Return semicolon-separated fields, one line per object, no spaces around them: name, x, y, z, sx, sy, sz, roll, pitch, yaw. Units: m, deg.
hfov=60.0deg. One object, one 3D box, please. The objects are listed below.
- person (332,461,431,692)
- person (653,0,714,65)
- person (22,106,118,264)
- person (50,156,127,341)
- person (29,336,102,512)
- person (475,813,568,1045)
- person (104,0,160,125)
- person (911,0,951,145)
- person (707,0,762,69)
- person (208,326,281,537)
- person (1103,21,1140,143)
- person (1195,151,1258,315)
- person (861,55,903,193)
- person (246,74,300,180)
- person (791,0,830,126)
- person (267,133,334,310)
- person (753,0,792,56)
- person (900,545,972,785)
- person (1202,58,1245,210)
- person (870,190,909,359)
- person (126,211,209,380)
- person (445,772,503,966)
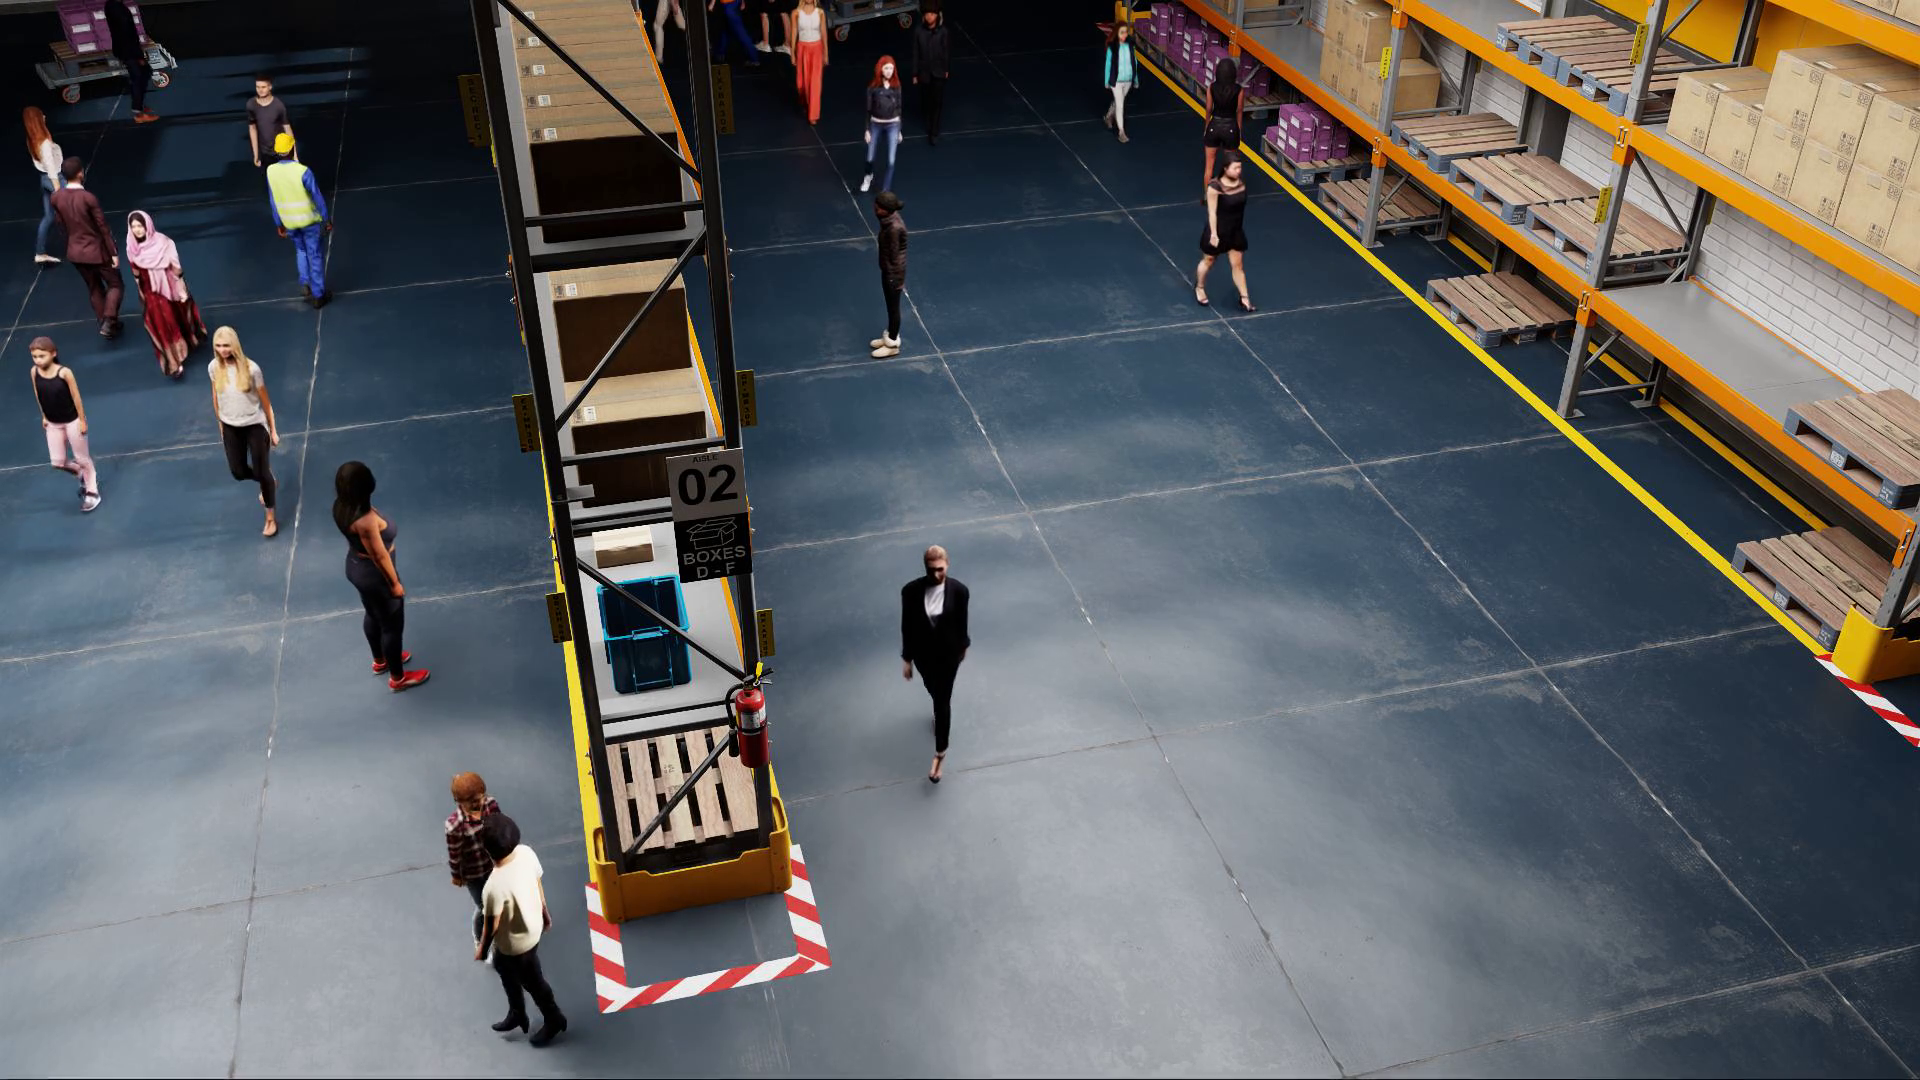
person;-4.120;0.237;11.657;0.821;1.817;0.708;-26;42;-34
person;-4.009;-7.632;23.498;0.881;1.814;1.215;-2;34;-3
person;-9.756;-3.750;17.768;1.111;1.691;1.083;24;40;31
person;-8.470;-2.758;16.134;0.855;1.849;0.915;0;34;1
person;-7.373;-1.007;13.759;0.624;1.561;0.707;1;34;1
person;-2.324;2.129;9.029;0.712;1.574;0.648;-2;34;-3
person;-10.814;-6.275;21.462;0.869;1.807;0.709;-19;38;-26
person;-0.371;-5.958;21.050;0.857;1.736;1.179;1;34;1
person;-3.134;-7.514;23.297;1.127;1.840;1.195;10;35;15
person;-5.727;-0.933;13.420;0.699;1.814;0.837;-2;34;-2
person;2.014;-5.867;21.156;0.703;1.468;1.030;-16;37;-23
person;2.593;-3.131;16.844;0.869;1.683;1.095;-22;39;-29
person;-0.889;-4.730;19.172;0.657;1.769;0.914;-3;34;-5
person;-7.643;-4.385;18.674;0.840;1.746;1.016;3;34;4
person;-1.959;-6.301;21.517;0.653;1.790;0.737;-6;34;-9
person;-6.692;-3.193;16.828;0.766;1.804;0.755;3;34;5
person;-2.561;-7.908;23.880;0.986;1.851;0.916;20;39;27
person;-0.170;0.716;11.080;0.843;1.658;1.153;2;34;2
person;3.014;-4.657;19.088;0.679;1.741;0.690;9;35;14
person;-0.641;-2.579;16.036;0.637;1.659;0.573;10;35;15
person;-7.536;-2.383;15.789;0.639;1.606;1.022;-9;35;-14
person;-2.832;1.842;9.707;0.688;1.301;0.632;24;41;32
